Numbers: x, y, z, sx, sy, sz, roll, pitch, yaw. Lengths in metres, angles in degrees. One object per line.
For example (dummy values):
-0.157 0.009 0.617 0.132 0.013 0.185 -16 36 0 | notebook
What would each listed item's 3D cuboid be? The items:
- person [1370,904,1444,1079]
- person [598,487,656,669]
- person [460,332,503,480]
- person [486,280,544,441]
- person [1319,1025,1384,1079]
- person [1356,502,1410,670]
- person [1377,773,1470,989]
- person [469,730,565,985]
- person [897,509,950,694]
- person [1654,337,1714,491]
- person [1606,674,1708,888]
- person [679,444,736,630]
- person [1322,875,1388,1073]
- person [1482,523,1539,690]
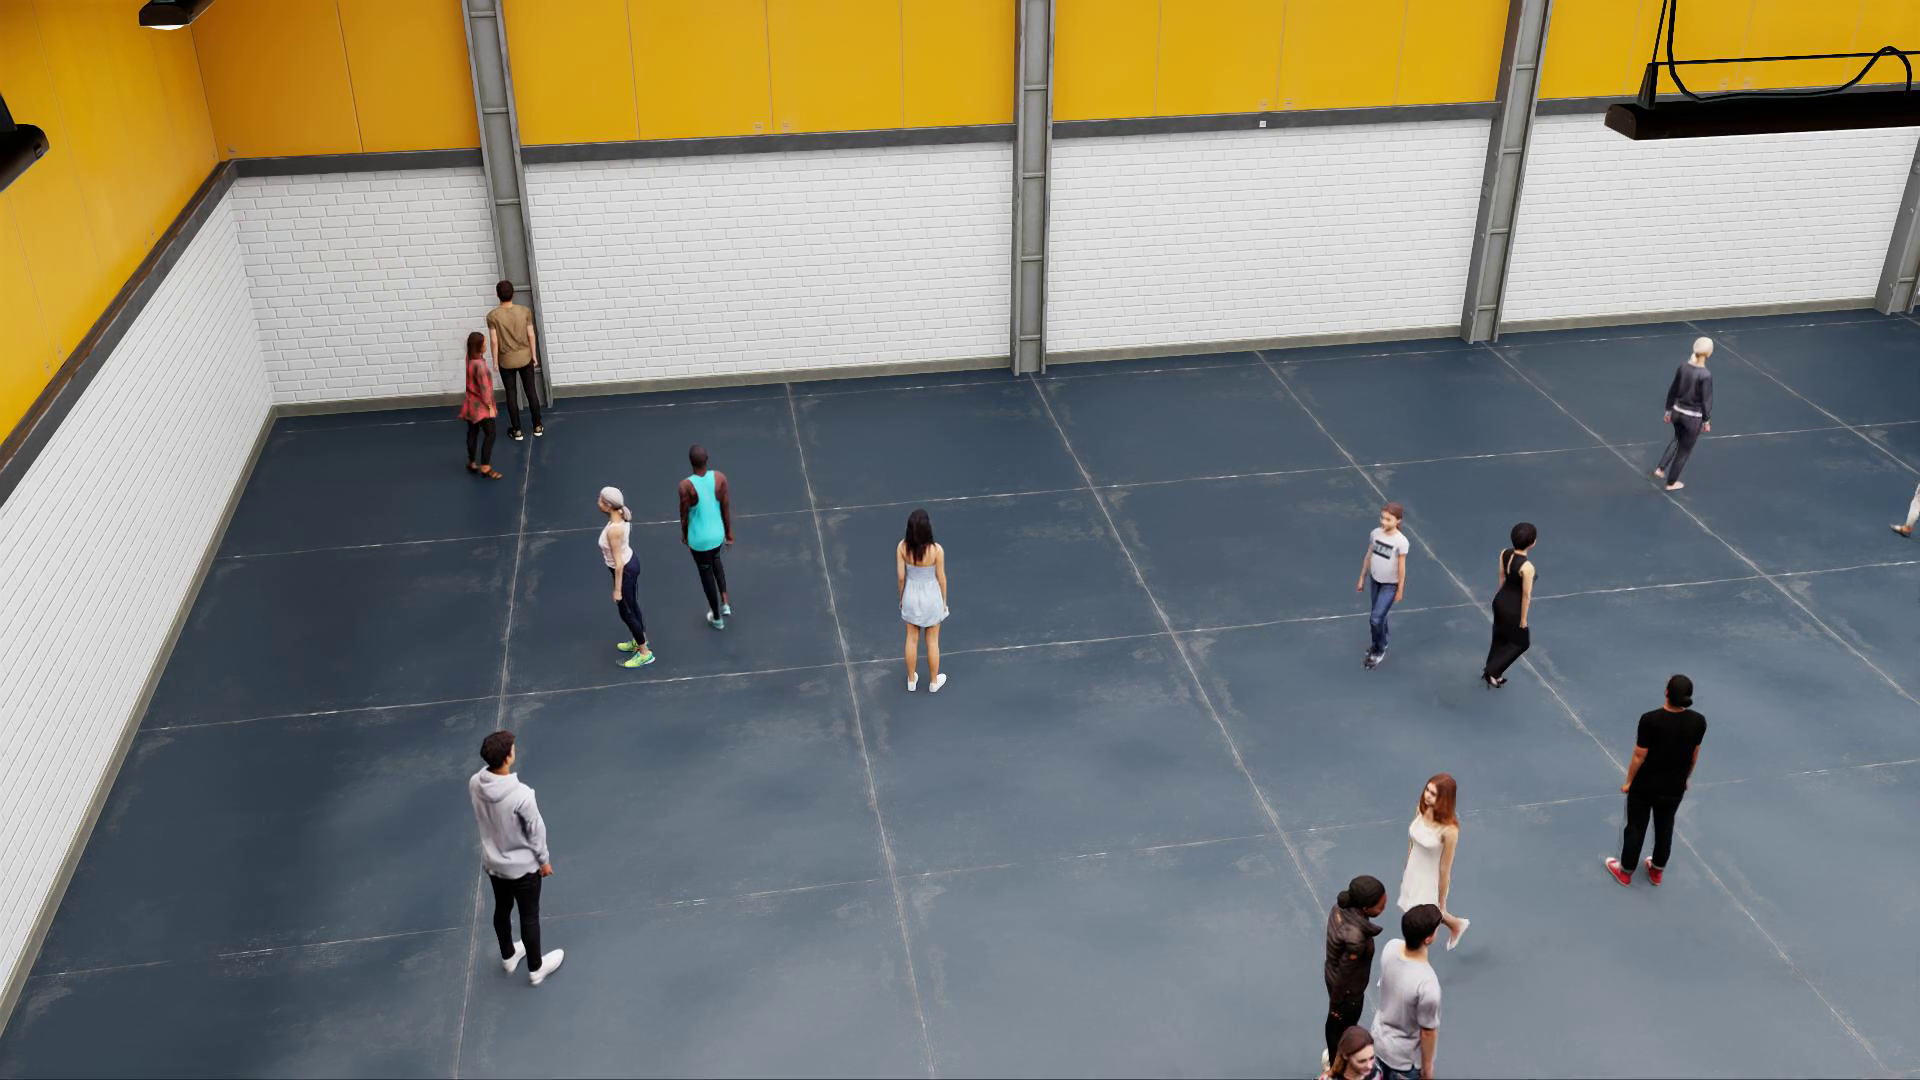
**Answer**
2.547 2.877 9.611 0.629 1.886 0.702 -9 30 -16 | person
-2.917 0.301 14.516 0.644 1.711 0.653 -1 29 -1 | person
-5.170 -1.447 17.749 0.778 1.684 0.837 -24 36 -36 | person
-4.983 -2.023 18.631 0.601 1.852 0.776 -13 31 -22 | person
2.047 3.274 9.141 1.075 1.640 0.885 -14 32 -24 | person
3.777 0.341 14.619 0.780 1.543 0.676 -18 33 -29 | person
3.161 2.235 10.992 1.006 1.692 0.661 -10 30 -18 | person
-2.978 2.098 10.998 0.716 1.926 0.823 11 30 19 | person
-0.325 0.513 14.107 0.578 1.731 0.713 5 29 9 | person
7.587 -1.305 17.455 0.661 1.716 0.660 -11 30 -19 | person
4.990 1.714 11.878 0.541 1.758 0.716 -1 29 -1 | person
-2.247 0.017 14.945 0.665 1.800 0.760 -16 32 -26 | person
2.344 2.710 10.154 0.608 1.659 0.662 -5 29 -8 | person
4.606 0.601 14.095 0.637 1.588 0.631 -9 30 -17 | person
